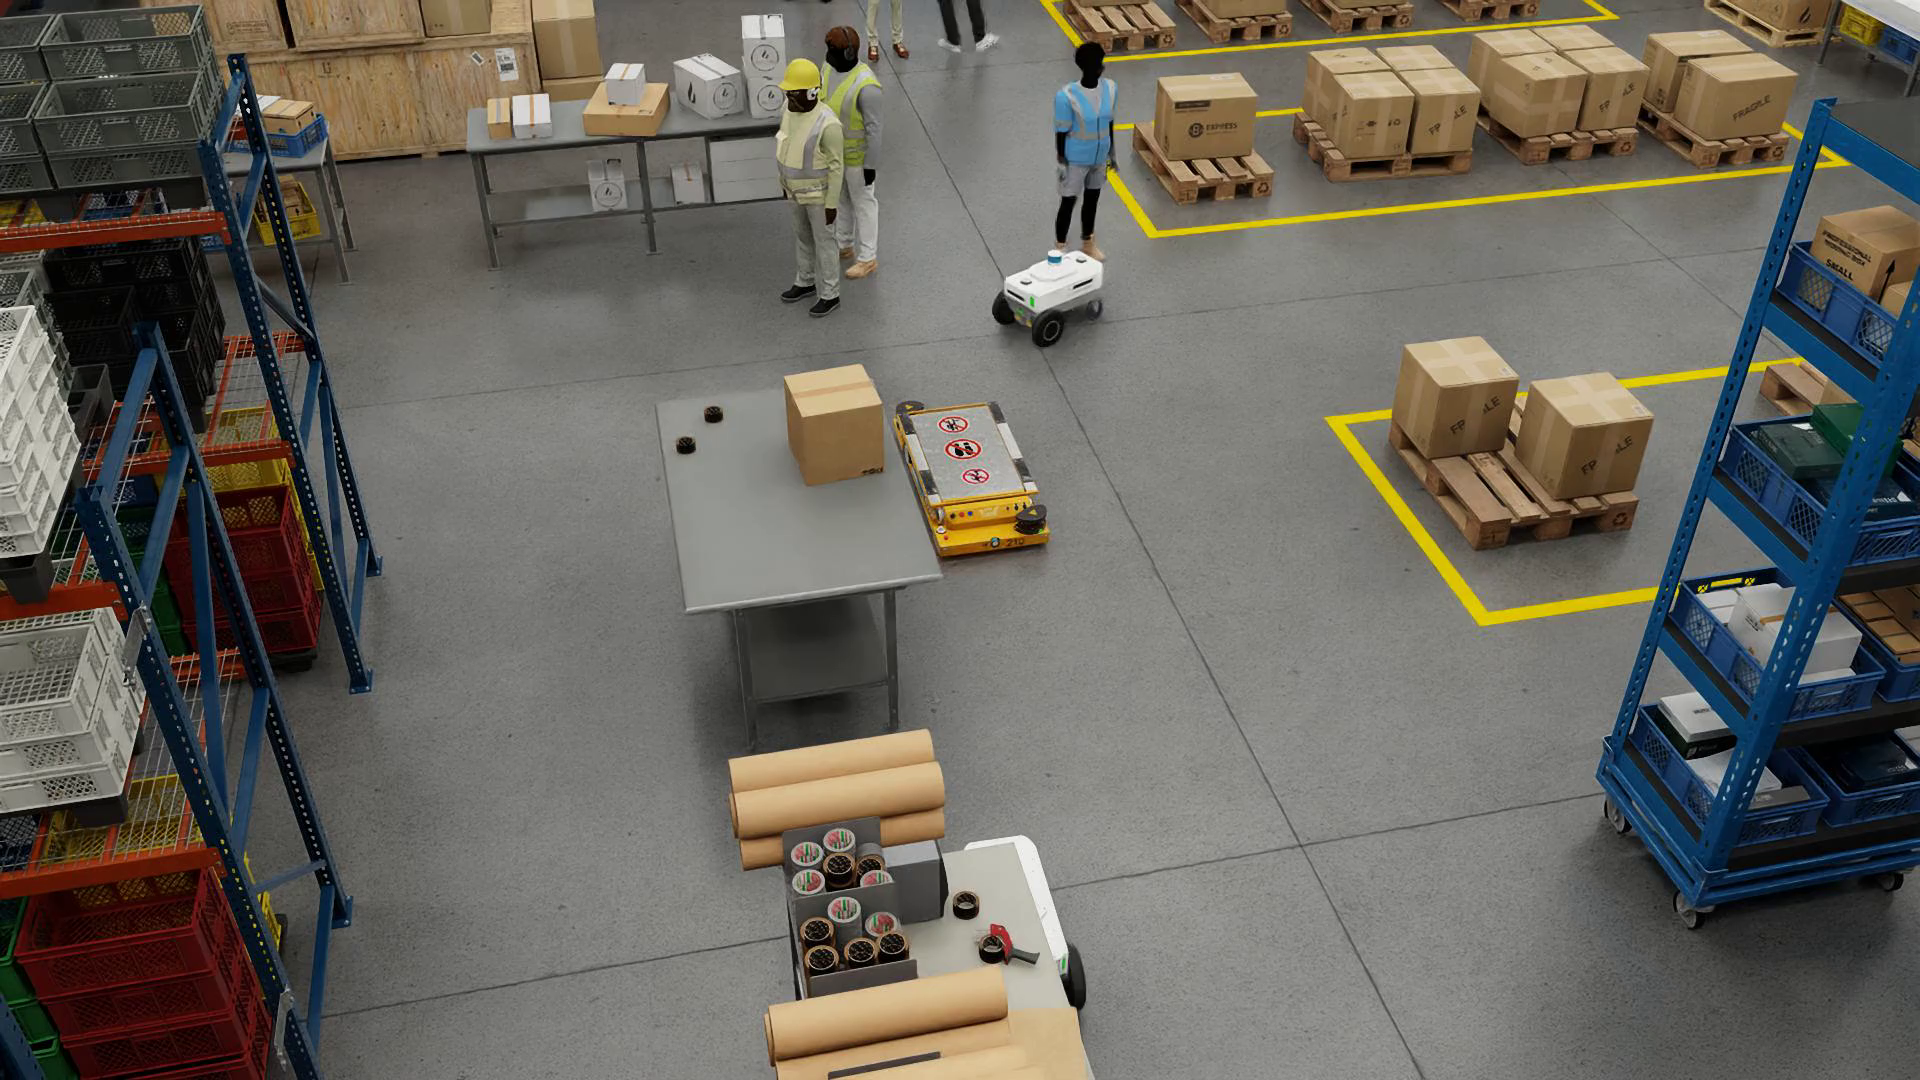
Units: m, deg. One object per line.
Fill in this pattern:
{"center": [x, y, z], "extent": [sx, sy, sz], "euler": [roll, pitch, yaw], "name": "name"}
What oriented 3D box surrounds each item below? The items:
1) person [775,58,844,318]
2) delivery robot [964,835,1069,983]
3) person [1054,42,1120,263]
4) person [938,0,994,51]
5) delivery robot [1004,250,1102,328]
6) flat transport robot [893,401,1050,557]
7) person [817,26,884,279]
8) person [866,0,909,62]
{"center": [-1.049, -2.433, 11.500], "extent": [0.403, 1.834, 0.588], "euler": [-29, 45, -33], "name": "person"}
{"center": [0.223, 1.590, 7.082], "extent": [0.477, 0.478, 0.707], "euler": [-7, 37, -9], "name": "delivery robot"}
{"center": [0.919, -2.792, 12.101], "extent": [0.564, 1.696, 0.319], "euler": [-21, 42, -26], "name": "person"}
{"center": [-0.065, -5.552, 15.668], "extent": [0.732, 1.864, 0.374], "euler": [-5, 37, -7], "name": "person"}
{"center": [0.656, -1.789, 11.623], "extent": [0.707, 0.478, 0.477], "euler": [-26, 44, -31], "name": "delivery robot"}
{"center": [0.046, -0.430, 10.108], "extent": [0.652, 0.197, 1.431], "euler": [-8, 37, -10], "name": "flat transport robot"}
{"center": [-0.808, -2.791, 11.975], "extent": [0.430, 1.845, 0.621], "euler": [-24, 43, -29], "name": "person"}
{"center": [-0.688, -5.392, 15.461], "extent": [0.514, 1.863, 0.347], "euler": [-12, 38, -16], "name": "person"}
